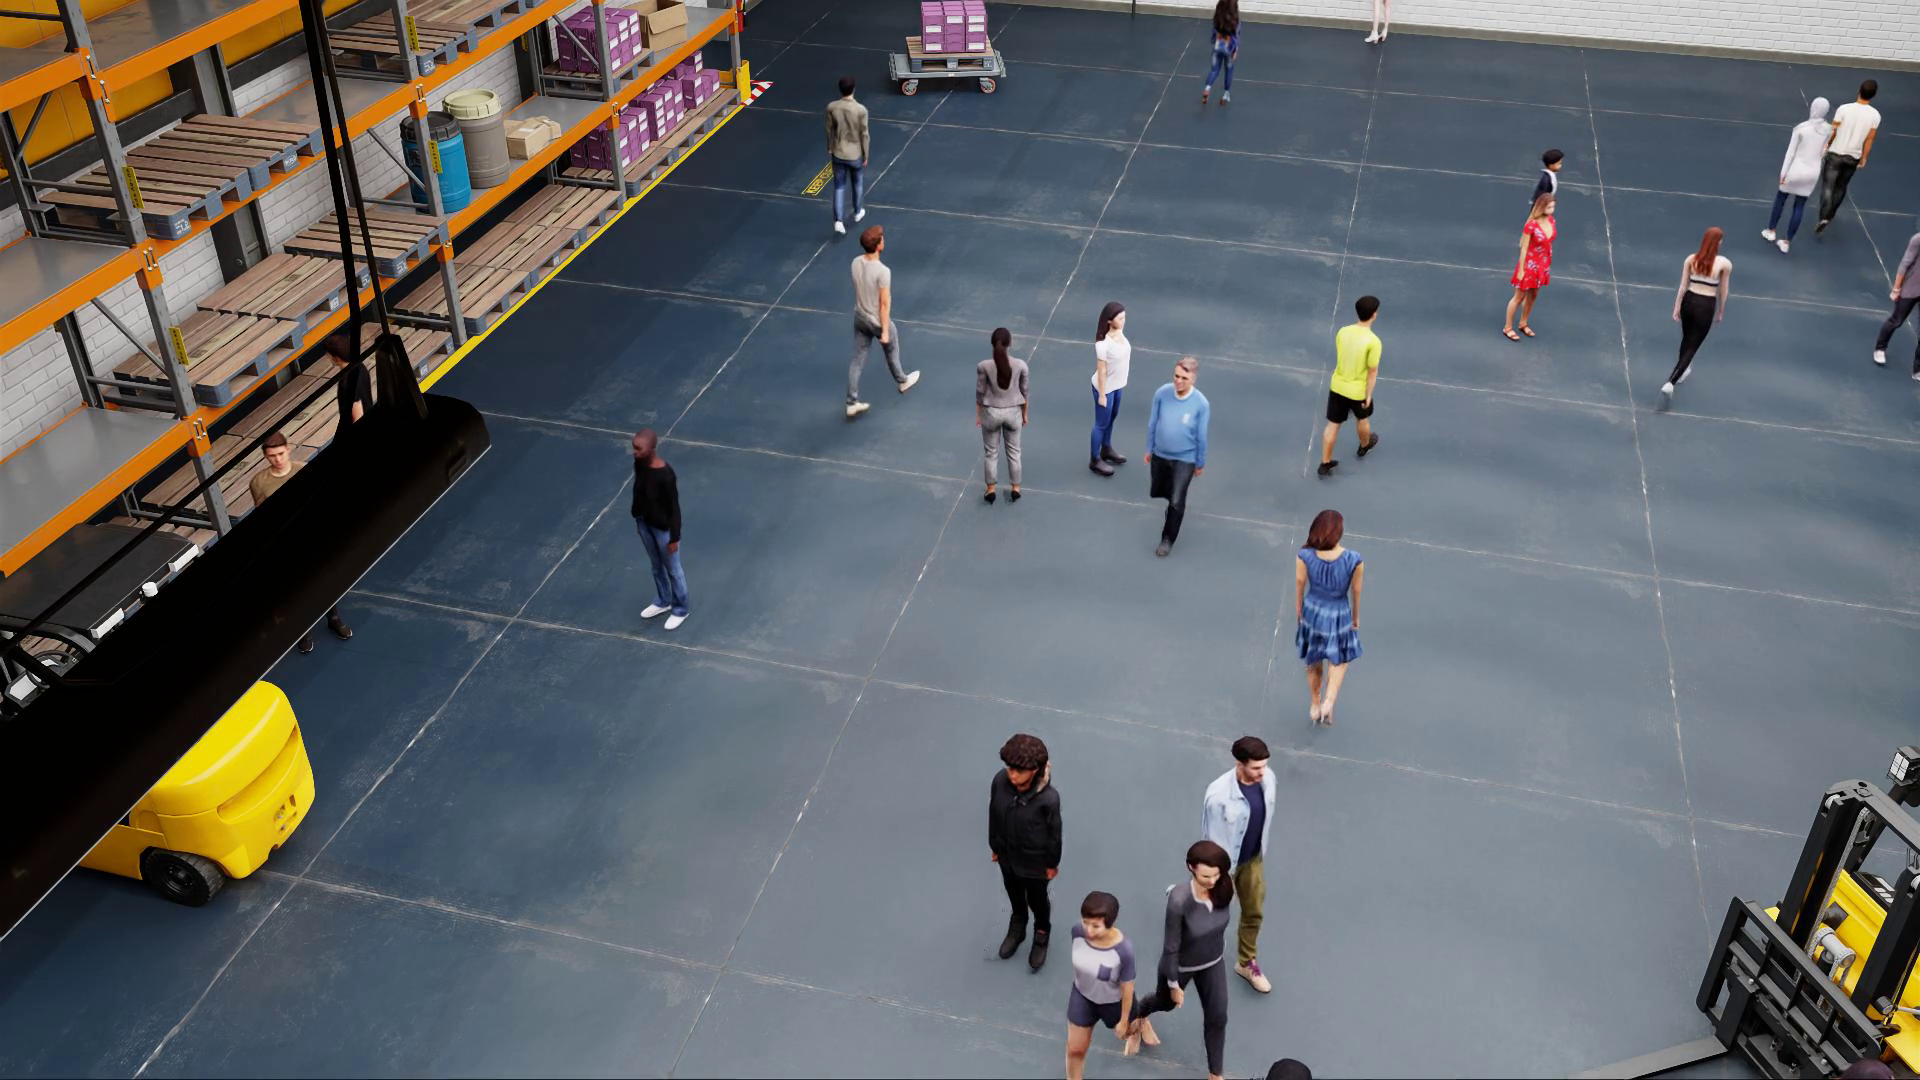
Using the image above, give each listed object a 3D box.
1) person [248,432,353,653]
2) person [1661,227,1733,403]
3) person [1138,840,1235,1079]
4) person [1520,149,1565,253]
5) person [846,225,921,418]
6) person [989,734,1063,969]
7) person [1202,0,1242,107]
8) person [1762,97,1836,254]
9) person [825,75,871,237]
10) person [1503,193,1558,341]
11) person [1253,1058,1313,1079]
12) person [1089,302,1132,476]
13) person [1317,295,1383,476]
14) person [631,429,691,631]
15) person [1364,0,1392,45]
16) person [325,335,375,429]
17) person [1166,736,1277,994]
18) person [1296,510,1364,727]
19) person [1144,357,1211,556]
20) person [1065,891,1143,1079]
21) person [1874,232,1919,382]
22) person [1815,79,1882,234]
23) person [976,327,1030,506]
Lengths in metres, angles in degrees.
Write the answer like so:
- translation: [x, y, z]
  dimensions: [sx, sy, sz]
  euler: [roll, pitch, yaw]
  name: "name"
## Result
- translation: [-5.063, -0.020, 12.725]
  dimensions: [0.726, 1.852, 0.803]
  euler: [-21, 39, -28]
  name: "person"
- translation: [7.092, -2.148, 16.057]
  dimensions: [0.923, 1.707, 1.231]
  euler: [24, 41, 32]
  name: "person"
- translation: [1.232, 2.311, 9.324]
  dimensions: [1.047, 1.736, 1.118]
  euler: [-18, 38, -25]
  name: "person"
- translation: [6.690, -3.900, 19.137]
  dimensions: [0.614, 1.217, 0.486]
  euler: [20, 38, 27]
  name: "person"
- translation: [-0.886, -2.031, 15.757]
  dimensions: [1.038, 1.845, 1.313]
  euler: [25, 41, 32]
  name: "person"
- translation: [0.400, 1.839, 10.009]
  dimensions: [0.689, 1.763, 0.672]
  euler: [17, 37, 23]
  name: "person"
- translation: [3.634, -6.781, 23.124]
  dimensions: [0.817, 1.602, 1.045]
  euler: [21, 39, 28]
  name: "person"
- translation: [9.638, -4.131, 18.994]
  dimensions: [0.637, 1.759, 0.764]
  euler: [6, 34, 9]
  name: "person"
- translation: [-1.352, -4.462, 19.410]
  dimensions: [0.777, 1.850, 1.163]
  euler: [5, 34, 7]
  name: "person"
- translation: [5.921, -2.843, 17.209]
  dimensions: [0.668, 1.591, 0.725]
  euler: [-17, 37, -24]
  name: "person"
- translation: [1.517, 3.115, 7.988]
  dimensions: [0.860, 1.875, 0.832]
  euler: [-23, 40, -31]
  name: "person"
- translation: [1.315, -1.367, 14.907]
  dimensions: [0.697, 1.680, 0.524]
  euler: [14, 36, 21]
  name: "person"
- translation: [3.455, -1.339, 14.880]
  dimensions: [0.877, 1.663, 1.116]
  euler: [24, 40, 31]
  name: "person"
- translation: [-2.338, -0.108, 12.951]
  dimensions: [0.670, 1.748, 0.662]
  euler: [23, 40, 30]
  name: "person"
- translation: [6.546, -8.613, 25.678]
  dimensions: [0.656, 1.826, 0.719]
  euler: [-19, 38, -26]
  name: "person"
- translation: [-5.015, -0.896, 14.036]
  dimensions: [0.827, 1.861, 0.686]
  euler: [-5, 34, -8]
  name: "person"
- translation: [1.569, 1.863, 9.959]
  dimensions: [1.115, 1.778, 1.198]
  euler: [-16, 37, -23]
  name: "person"
- translation: [2.570, 0.639, 11.795]
  dimensions: [0.711, 1.785, 0.743]
  euler: [13, 36, 19]
  name: "person"
- translation: [1.822, -0.760, 13.881]
  dimensions: [0.799, 1.805, 0.963]
  euler: [16, 37, 23]
  name: "person"
- translation: [0.824, 2.485, 9.253]
  dimensions: [0.747, 1.523, 1.108]
  euler: [17, 37, 24]
  name: "person"
- translation: [9.529, -2.518, 16.528]
  dimensions: [0.779, 1.803, 1.104]
  euler: [4, 34, 6]
  name: "person"
- translation: [10.357, -4.471, 19.489]
  dimensions: [0.675, 1.777, 1.094]
  euler: [10, 35, 15]
  name: "person"
- translation: [0.361, -1.066, 14.457]
  dimensions: [0.694, 1.677, 0.682]
  euler: [-2, 34, -3]
  name: "person"
